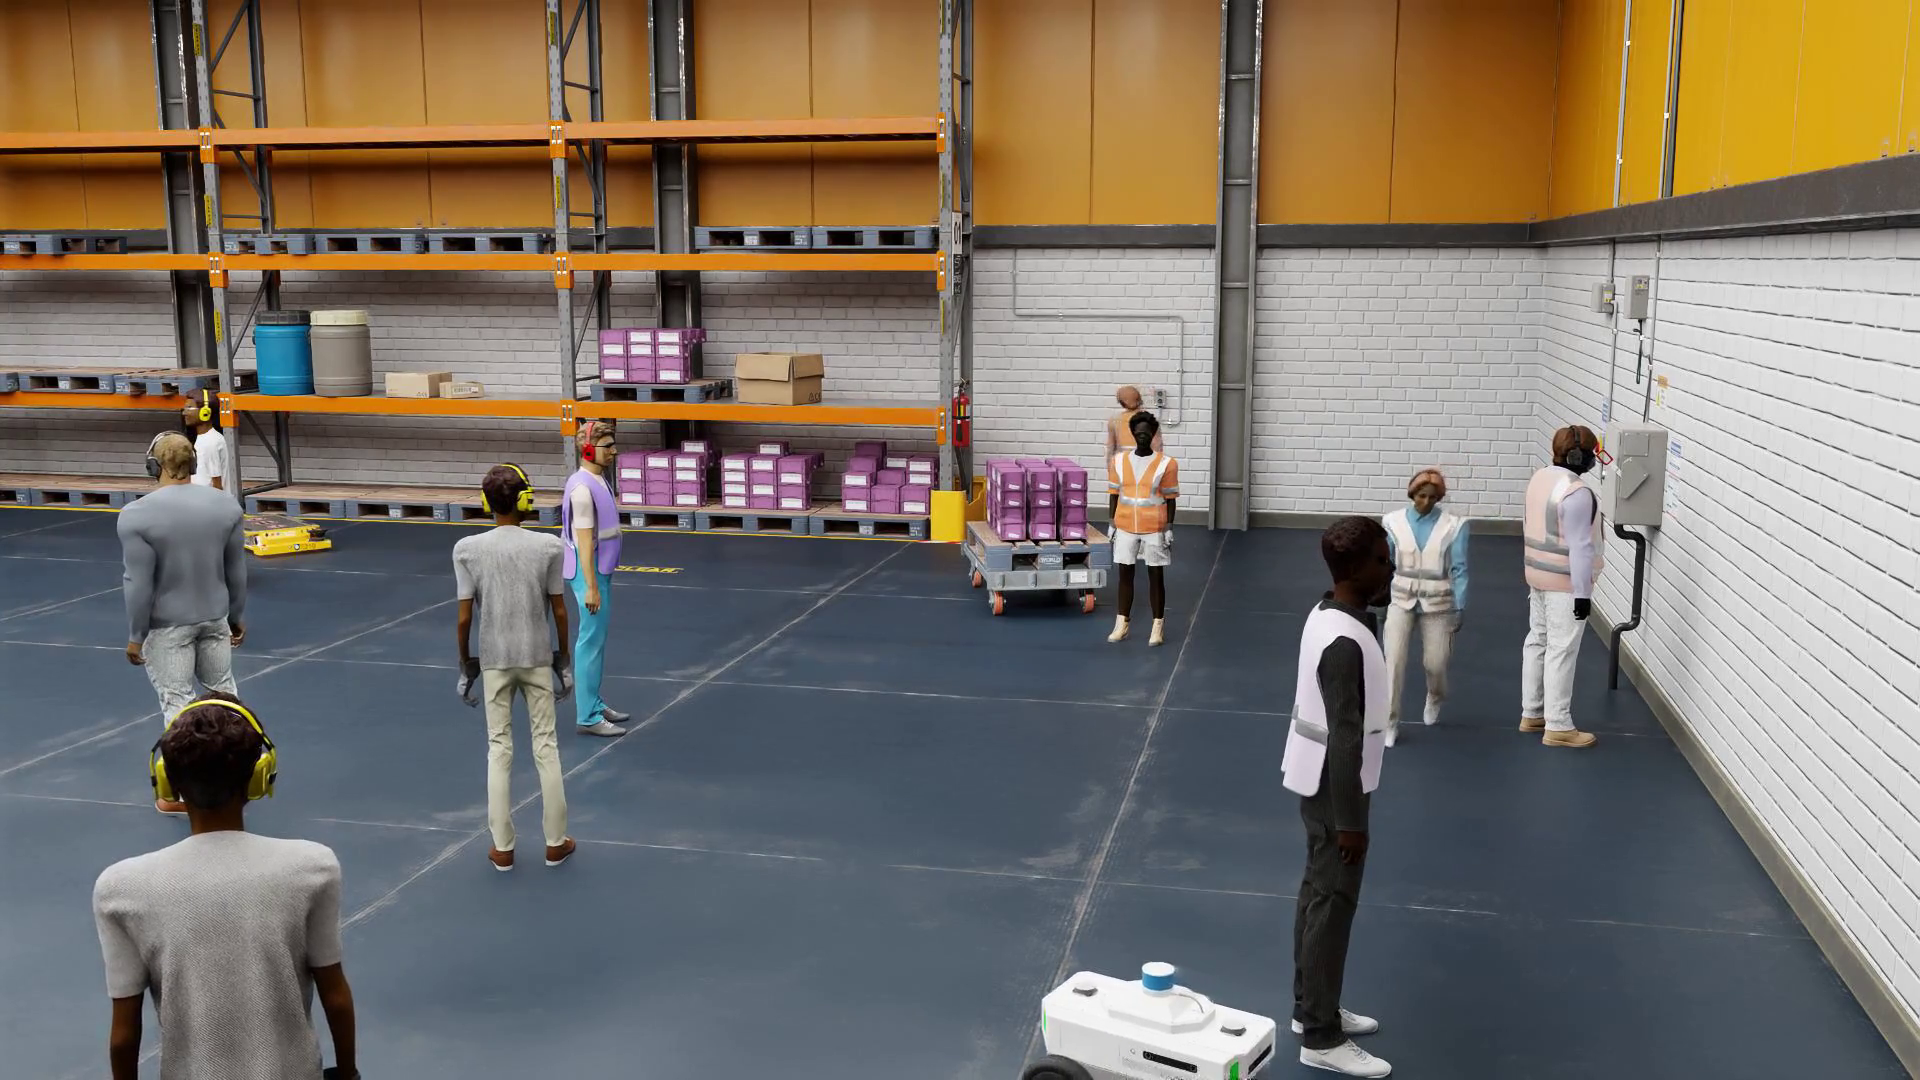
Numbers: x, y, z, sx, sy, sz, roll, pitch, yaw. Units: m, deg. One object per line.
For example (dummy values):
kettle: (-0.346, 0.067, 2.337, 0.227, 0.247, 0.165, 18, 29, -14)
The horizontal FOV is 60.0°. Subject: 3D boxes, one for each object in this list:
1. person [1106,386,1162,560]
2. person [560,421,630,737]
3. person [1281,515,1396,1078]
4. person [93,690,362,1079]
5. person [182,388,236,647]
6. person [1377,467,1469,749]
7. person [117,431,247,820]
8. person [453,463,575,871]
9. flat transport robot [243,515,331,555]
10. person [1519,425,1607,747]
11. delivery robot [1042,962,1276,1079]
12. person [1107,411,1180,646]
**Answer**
person: (1.584, -0.603, 15.340, 0.566, 1.619, 0.345, 6, 11, 30)
person: (-2.161, 0.223, 9.762, 0.373, 1.843, 0.570, -1, 10, -6)
person: (1.307, 0.864, 5.744, 0.391, 1.922, 0.590, 1, 10, 7)
person: (-1.561, 1.247, 3.623, 0.518, 1.874, 0.330, -3, 10, -18)
person: (-5.374, -0.152, 11.897, 0.328, 1.877, 0.513, -5, 11, -27)
person: (2.668, 0.364, 9.598, 0.539, 1.618, 0.593, 3, 10, 20)
person: (-3.859, 0.422, 8.311, 0.353, 1.937, 0.635, 7, 12, 35)
person: (-2.034, 0.581, 7.594, 0.521, 1.864, 0.335, -2, 10, -11)
flat transport robot: (-6.701, -0.067, 16.131, 0.652, 0.197, 1.431, -8, 13, -41)
person: (3.477, 0.256, 9.581, 0.429, 1.841, 0.633, -1, 10, -6)
delivery robot: (0.624, 1.581, 5.260, 0.707, 0.478, 0.477, 6, 11, 32)
person: (1.311, -0.085, 12.014, 0.536, 1.700, 0.318, 4, 10, 22)
